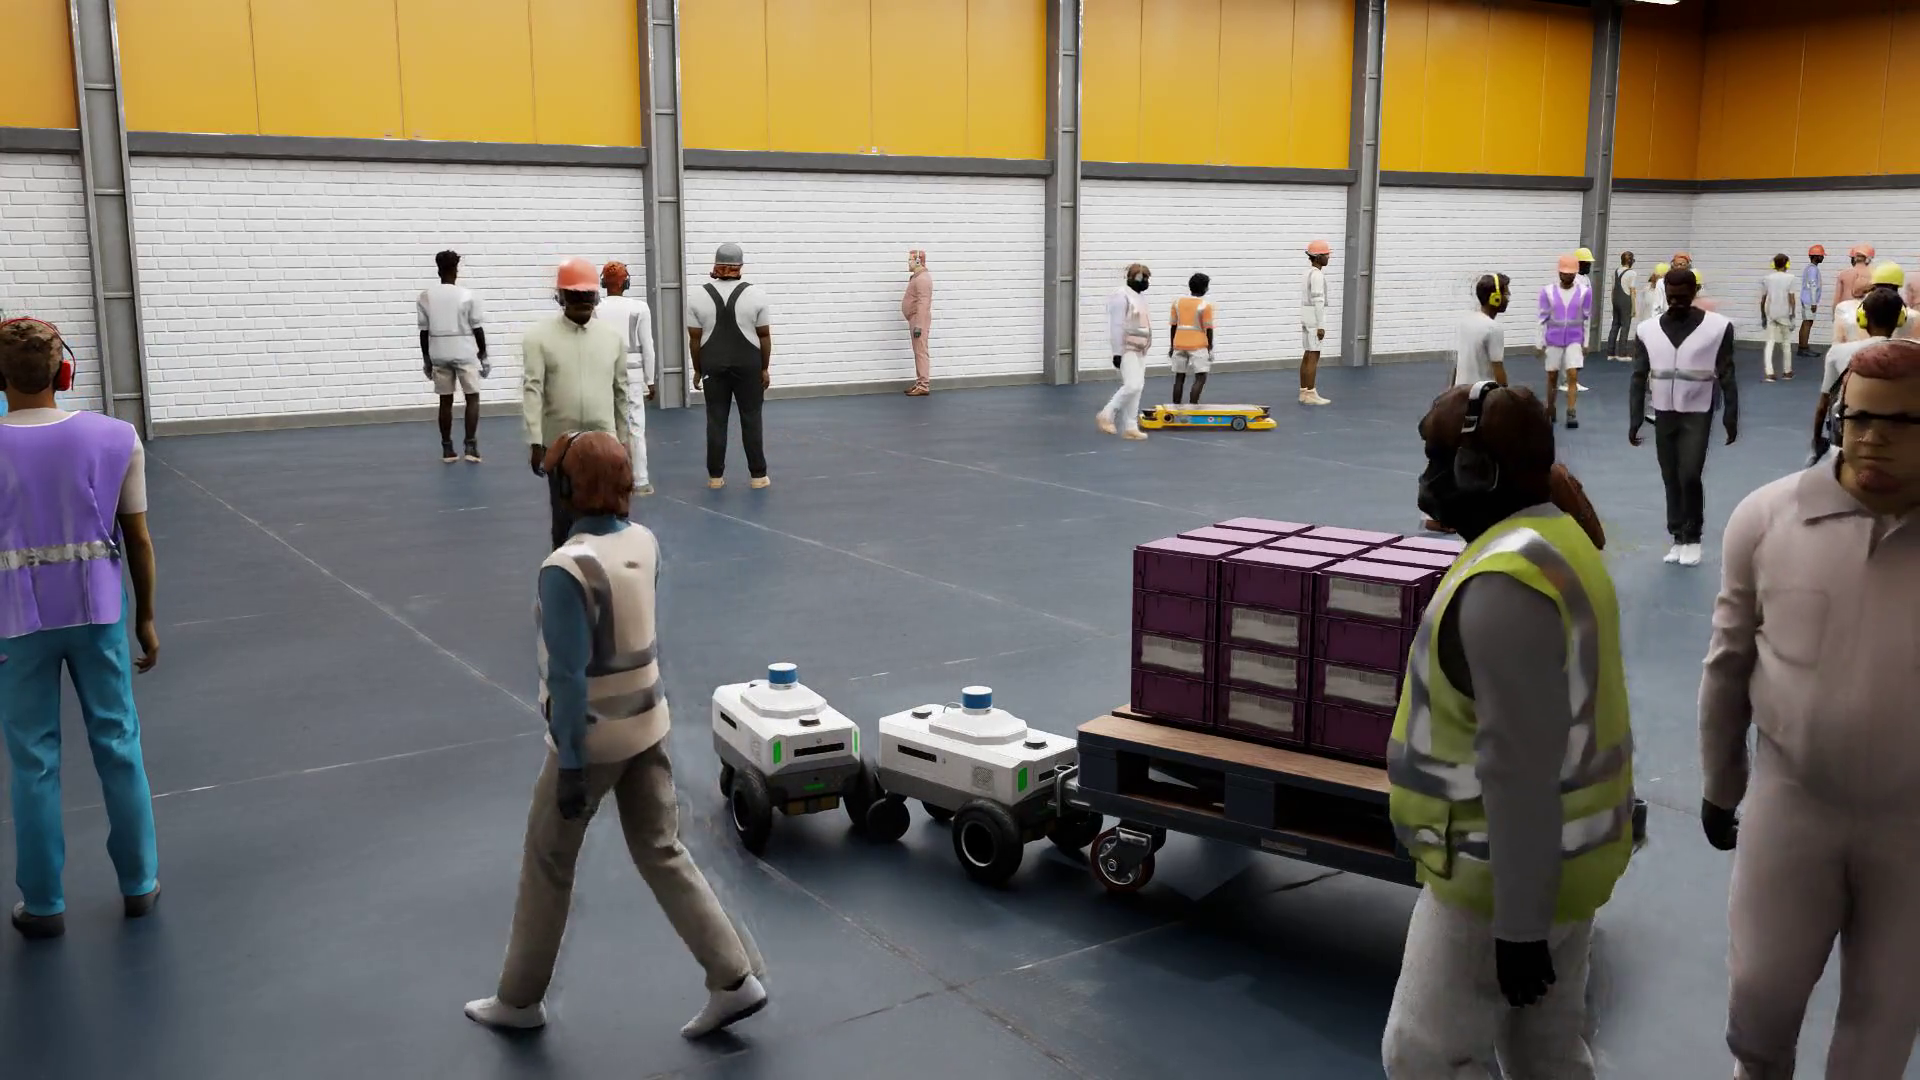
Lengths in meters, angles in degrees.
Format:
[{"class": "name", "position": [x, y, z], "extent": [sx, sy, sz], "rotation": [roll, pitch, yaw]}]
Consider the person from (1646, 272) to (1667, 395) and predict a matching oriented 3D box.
[{"class": "person", "position": [9.205, -2.695, 21.800], "extent": [0.353, 1.617, 0.520], "rotation": [-2, 11, -12]}]

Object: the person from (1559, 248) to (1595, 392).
[{"class": "person", "position": [8.312, -2.956, 22.387], "extent": [0.369, 1.928, 0.586], "rotation": [10, 14, 42]}]

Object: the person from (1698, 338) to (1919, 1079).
[{"class": "person", "position": [1.827, 0.536, 3.377], "extent": [0.642, 1.887, 0.462], "rotation": [6, 12, 31]}]

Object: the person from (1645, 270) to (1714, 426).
[{"class": "person", "position": [7.875, -2.055, 18.039], "extent": [0.931, 1.713, 0.528], "rotation": [-8, 13, -37]}]

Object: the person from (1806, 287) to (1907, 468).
[{"class": "person", "position": [4.912, -0.464, 9.067], "extent": [0.534, 1.817, 0.998], "rotation": [6, 12, 28]}]

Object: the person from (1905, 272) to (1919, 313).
[{"class": "person", "position": [13.576, -3.089, 23.304], "extent": [0.802, 1.867, 0.659], "rotation": [-7, 12, -34]}]

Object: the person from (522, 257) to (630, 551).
[{"class": "person", "position": [-2.030, -0.526, 8.977], "extent": [0.623, 1.959, 0.893], "rotation": [-5, 11, -25]}]

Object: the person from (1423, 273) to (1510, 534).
[{"class": "person", "position": [3.705, -0.942, 11.638], "extent": [0.963, 1.818, 0.541], "rotation": [-1, 10, -6]}]

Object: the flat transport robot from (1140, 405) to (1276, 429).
[{"class": "flat transport robot", "position": [2.691, -1.352, 18.140], "extent": [1.431, 0.197, 0.652], "rotation": [1, 10, 4]}]

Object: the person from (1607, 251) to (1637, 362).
[{"class": "person", "position": [11.098, -3.900, 27.831], "extent": [0.341, 1.839, 0.501], "rotation": [-4, 11, -21]}]

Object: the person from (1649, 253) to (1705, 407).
[{"class": "person", "position": [8.704, -2.539, 20.226], "extent": [0.573, 1.883, 0.354], "rotation": [5, 12, 26]}]

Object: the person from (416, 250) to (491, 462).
[{"class": "person", "position": [-4.660, -1.683, 15.315], "extent": [0.644, 1.956, 0.401], "rotation": [1, 10, 6]}]

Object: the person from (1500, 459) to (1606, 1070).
[{"class": "person", "position": [1.217, 0.626, 3.584], "extent": [0.279, 1.624, 0.494], "rotation": [-1, 10, -3]}]

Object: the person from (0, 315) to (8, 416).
[{"class": "person", "position": [-6.471, -0.787, 11.209], "extent": [0.815, 1.666, 0.532], "rotation": [-1, 10, -6]}]

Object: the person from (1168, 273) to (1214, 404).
[{"class": "person", "position": [2.561, -2.139, 18.630], "extent": [0.591, 1.674, 0.390], "rotation": [9, 14, 41]}]

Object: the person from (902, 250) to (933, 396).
[{"class": "person", "position": [-0.563, -2.852, 21.880], "extent": [0.408, 1.908, 0.642], "rotation": [-1, 10, -4]}]

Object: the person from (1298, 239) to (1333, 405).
[{"class": "person", "position": [4.416, -2.690, 20.611], "extent": [0.378, 2.044, 0.607], "rotation": [-1, 10, -3]}]

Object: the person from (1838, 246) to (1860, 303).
[{"class": "person", "position": [13.677, -3.524, 25.471], "extent": [0.544, 1.939, 0.354], "rotation": [2, 10, 8]}]

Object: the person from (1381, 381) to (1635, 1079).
[{"class": "person", "position": [1.040, 0.616, 3.117], "extent": [0.480, 1.812, 0.651], "rotation": [6, 12, 30]}]

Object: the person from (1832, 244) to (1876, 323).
[{"class": "person", "position": [12.934, -3.284, 24.061], "extent": [0.642, 1.969, 0.662], "rotation": [-10, 14, -42]}]

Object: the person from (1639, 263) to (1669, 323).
[{"class": "person", "position": [9.728, -2.999, 23.212], "extent": [0.511, 1.710, 0.408], "rotation": [9, 14, 42]}]

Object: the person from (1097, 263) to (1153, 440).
[{"class": "person", "position": [1.740, -1.923, 17.049], "extent": [0.459, 1.809, 0.647], "rotation": [7, 12, 32]}]

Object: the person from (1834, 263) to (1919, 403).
[{"class": "person", "position": [6.845, -1.118, 12.438], "extent": [0.615, 1.873, 0.970], "rotation": [7, 13, 35]}]

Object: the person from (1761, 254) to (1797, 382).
[{"class": "person", "position": [11.885, -3.213, 24.077], "extent": [0.535, 1.823, 0.929], "rotation": [9, 14, 42]}]

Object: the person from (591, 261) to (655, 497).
[{"class": "person", "position": [-2.719, -1.274, 13.289], "extent": [0.573, 1.883, 0.354], "rotation": [0, 10, -2]}]

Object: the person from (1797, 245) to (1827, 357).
[{"class": "person", "position": [14.824, -4.156, 28.938], "extent": [0.354, 1.939, 0.544], "rotation": [3, 11, 16]}]

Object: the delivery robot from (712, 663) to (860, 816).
[{"class": "delivery robot", "position": [-0.631, 0.683, 5.946], "extent": [0.477, 0.478, 0.707], "rotation": [-5, 12, -26]}]

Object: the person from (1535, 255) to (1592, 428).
[{"class": "person", "position": [6.609, -2.167, 18.234], "extent": [0.575, 1.884, 0.806], "rotation": [3, 11, 16]}]

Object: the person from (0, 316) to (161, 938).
[{"class": "person", "position": [-2.684, 0.267, 4.942], "extent": [0.564, 1.846, 0.390], "rotation": [-8, 13, -36]}]

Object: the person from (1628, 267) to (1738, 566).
[{"class": "person", "position": [4.557, -0.777, 10.529], "extent": [0.635, 1.890, 0.550], "rotation": [9, 14, 41]}]

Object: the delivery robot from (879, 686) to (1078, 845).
[{"class": "delivery robot", "position": [0.056, 0.739, 5.637], "extent": [0.707, 0.478, 0.477], "rotation": [9, 14, 42]}]

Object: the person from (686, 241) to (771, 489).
[{"class": "person", "position": [-1.888, -1.443, 13.783], "extent": [0.675, 2.000, 0.537], "rotation": [0, 10, 2]}]

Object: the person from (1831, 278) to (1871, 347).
[{"class": "person", "position": [10.044, -2.114, 18.644], "extent": [0.529, 1.614, 0.729], "rotation": [5, 11, 26]}]

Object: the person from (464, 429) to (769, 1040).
[{"class": "person", "position": [-0.884, 0.510, 4.291], "extent": [0.813, 1.597, 0.528], "rotation": [3, 11, 18]}]
